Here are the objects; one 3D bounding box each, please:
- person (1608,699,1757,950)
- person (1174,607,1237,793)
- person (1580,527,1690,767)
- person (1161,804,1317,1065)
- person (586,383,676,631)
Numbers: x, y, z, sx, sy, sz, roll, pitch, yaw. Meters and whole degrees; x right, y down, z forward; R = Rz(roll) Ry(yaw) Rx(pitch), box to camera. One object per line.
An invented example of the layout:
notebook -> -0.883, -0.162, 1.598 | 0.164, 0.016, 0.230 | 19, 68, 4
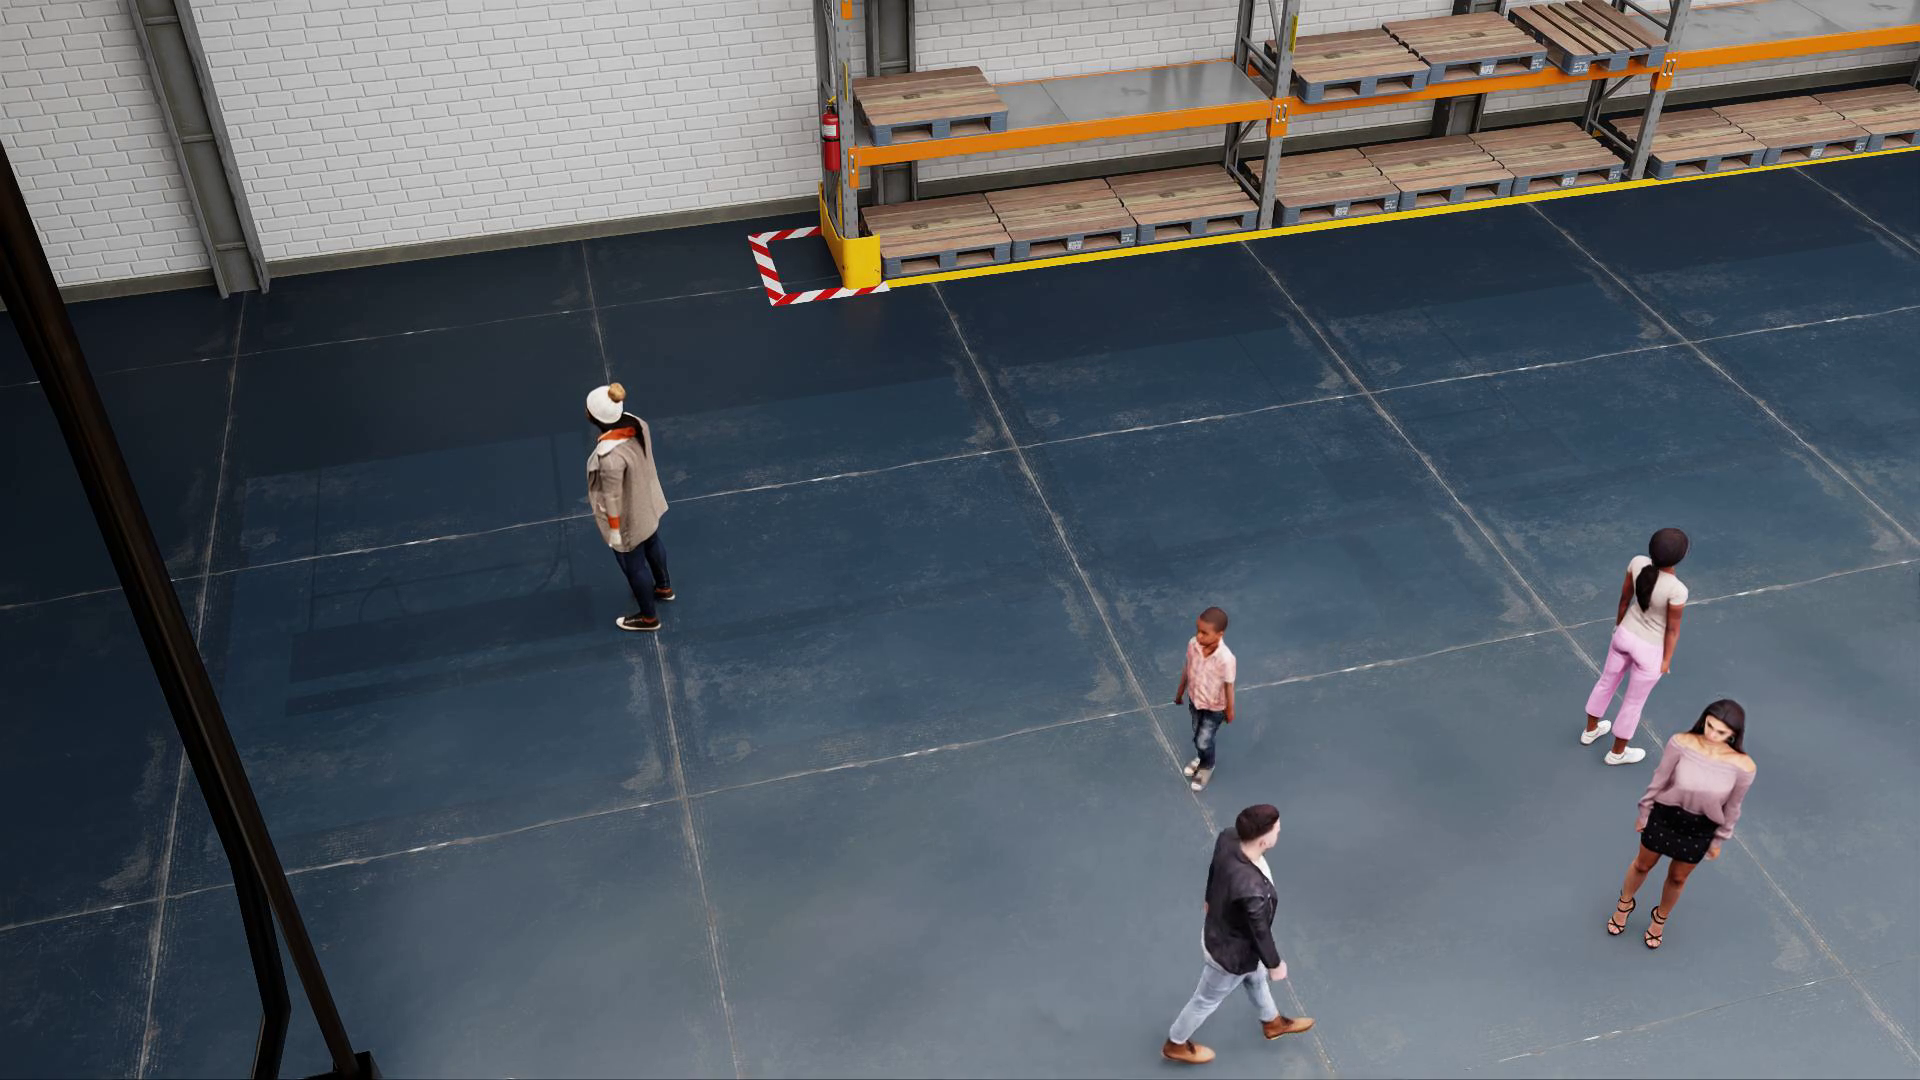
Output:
person -> 3.806, 1.507, 8.777 | 0.691, 1.810, 0.753 | 20, 43, 23
person -> 1.530, 0.904, 9.941 | 0.618, 1.300, 0.593 | -29, 47, -31
person -> 4.061, 0.623, 9.939 | 0.583, 1.741, 0.610 | -18, 42, -22
person -> 1.241, 1.989, 8.176 | 1.117, 1.807, 0.839 | 0, 39, 0
person -> -2.151, -0.245, 10.906 | 0.817, 1.890, 0.793 | 6, 39, 8
